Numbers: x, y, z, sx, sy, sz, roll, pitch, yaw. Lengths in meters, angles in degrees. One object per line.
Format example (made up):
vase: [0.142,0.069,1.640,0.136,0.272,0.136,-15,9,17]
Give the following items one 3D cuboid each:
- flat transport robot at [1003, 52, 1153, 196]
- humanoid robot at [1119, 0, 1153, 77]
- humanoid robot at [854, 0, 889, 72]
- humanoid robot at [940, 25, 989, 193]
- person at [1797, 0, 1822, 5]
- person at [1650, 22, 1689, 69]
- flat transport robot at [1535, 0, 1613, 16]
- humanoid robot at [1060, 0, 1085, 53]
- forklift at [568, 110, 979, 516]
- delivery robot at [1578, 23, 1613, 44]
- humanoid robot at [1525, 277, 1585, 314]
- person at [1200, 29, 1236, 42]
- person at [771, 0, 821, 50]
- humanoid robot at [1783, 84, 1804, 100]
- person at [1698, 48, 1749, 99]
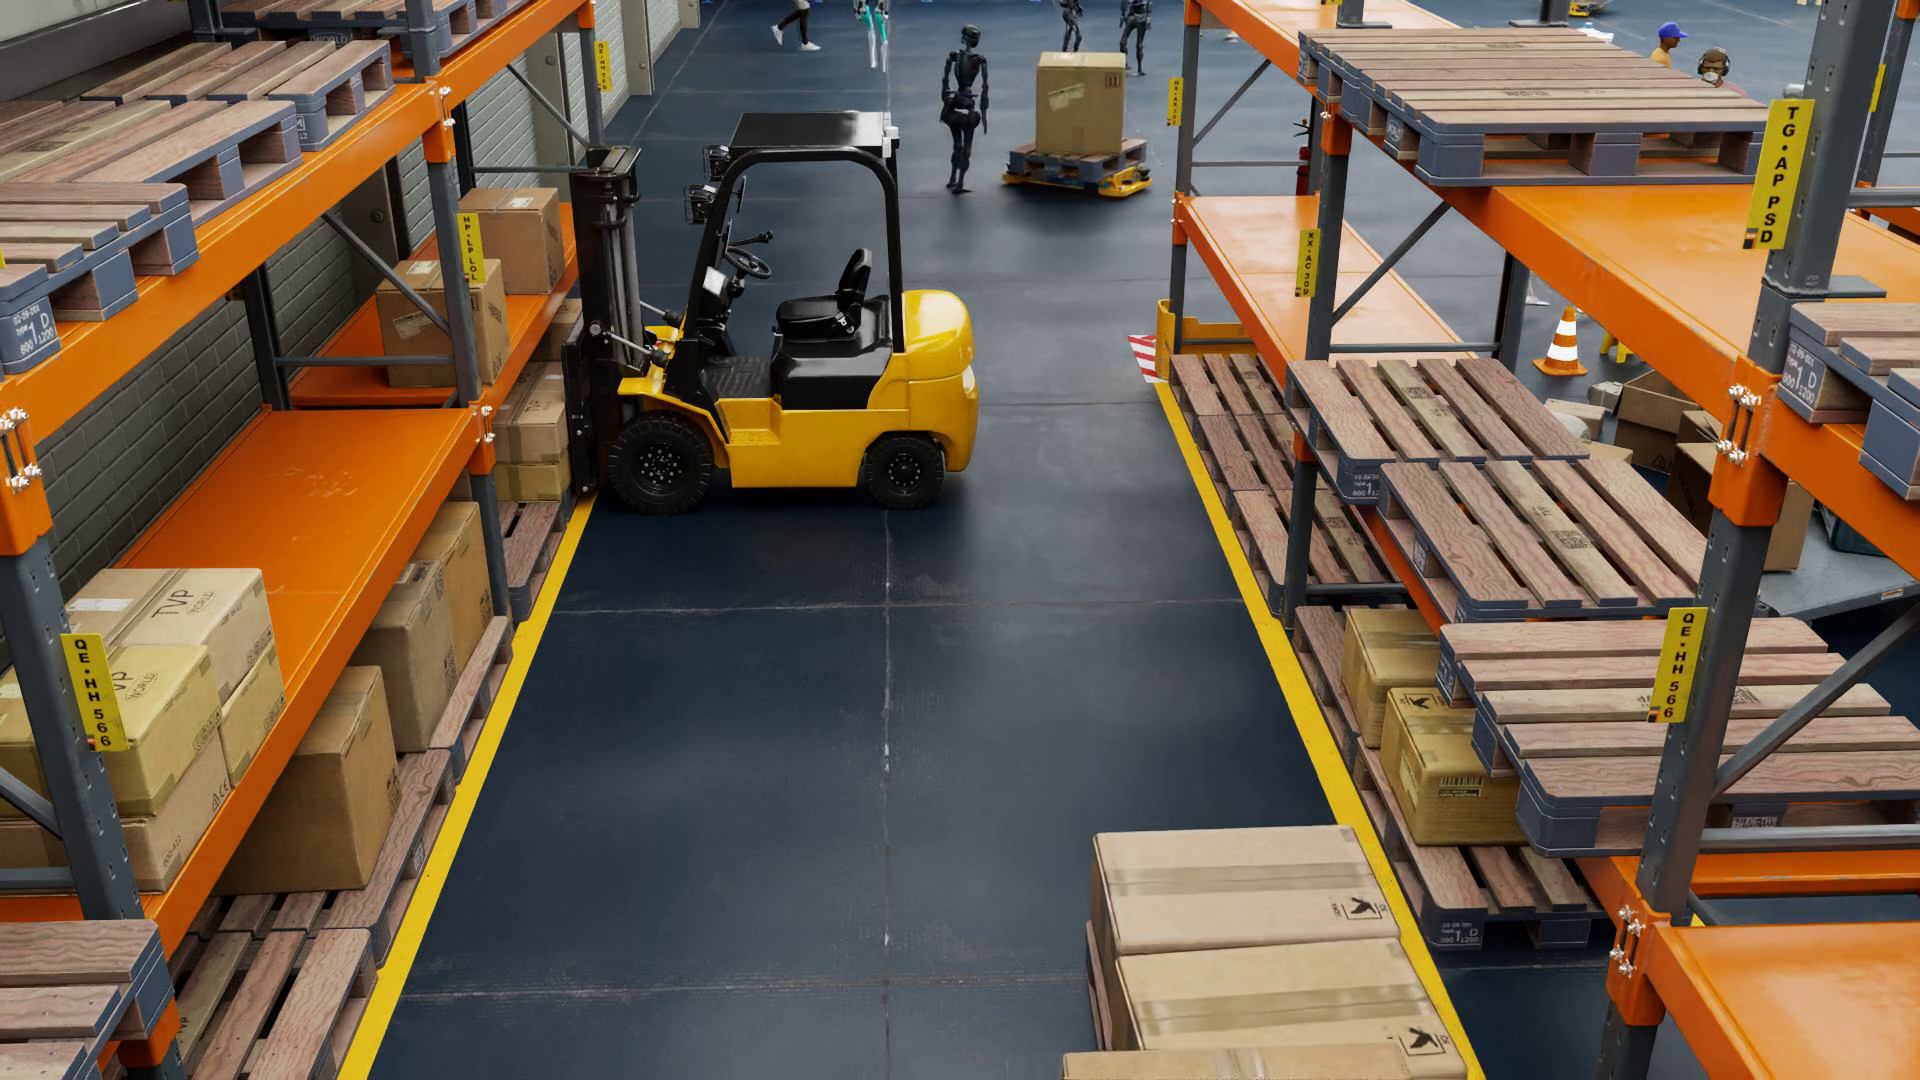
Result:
flat transport robot: [1.227,-3.811,17.374,1.431,0.231,0.659,15,29,28]
humanoid robot: [2.469,-7.305,23.120,0.319,1.655,0.608,-20,32,-36]
humanoid robot: [-1.190,-7.467,23.480,0.536,1.848,0.743,6,26,13]
humanoid robot: [0.019,-4.417,17.025,0.606,1.639,0.403,18,31,33]
person: [15.421,-10.560,29.770,0.519,1.893,0.401,6,26,12]
person: [7.047,-4.350,16.818,0.356,1.717,0.461,8,27,17]
flat transport robot: [10.778,-9.366,29.137,0.659,0.231,1.431,14,29,28]
humanoid robot: [1.585,-7.629,23.818,0.427,1.639,0.602,6,26,12]
forklift: [-1.043,-1.379,9.976,2.313,2.155,1.214,-1,25,-2]
delivery robot: [9.166,-7.233,24.308,0.816,0.613,0.499,11,28,22]
humanoid robot: [4.717,-2.578,13.041,0.948,1.748,0.534,0,25,-1]
person: [4.016,-8.709,26.064,0.590,1.699,0.910,-22,33,-39]
person: [-2.499,-8.359,25.122,0.664,1.875,0.557,-2,25,-3]
humanoid robot: [6.937,-2.753,13.513,1.055,1.790,0.530,20,32,36]
person: [6.259,-3.191,14.126,0.621,1.932,0.369,12,28,23]
